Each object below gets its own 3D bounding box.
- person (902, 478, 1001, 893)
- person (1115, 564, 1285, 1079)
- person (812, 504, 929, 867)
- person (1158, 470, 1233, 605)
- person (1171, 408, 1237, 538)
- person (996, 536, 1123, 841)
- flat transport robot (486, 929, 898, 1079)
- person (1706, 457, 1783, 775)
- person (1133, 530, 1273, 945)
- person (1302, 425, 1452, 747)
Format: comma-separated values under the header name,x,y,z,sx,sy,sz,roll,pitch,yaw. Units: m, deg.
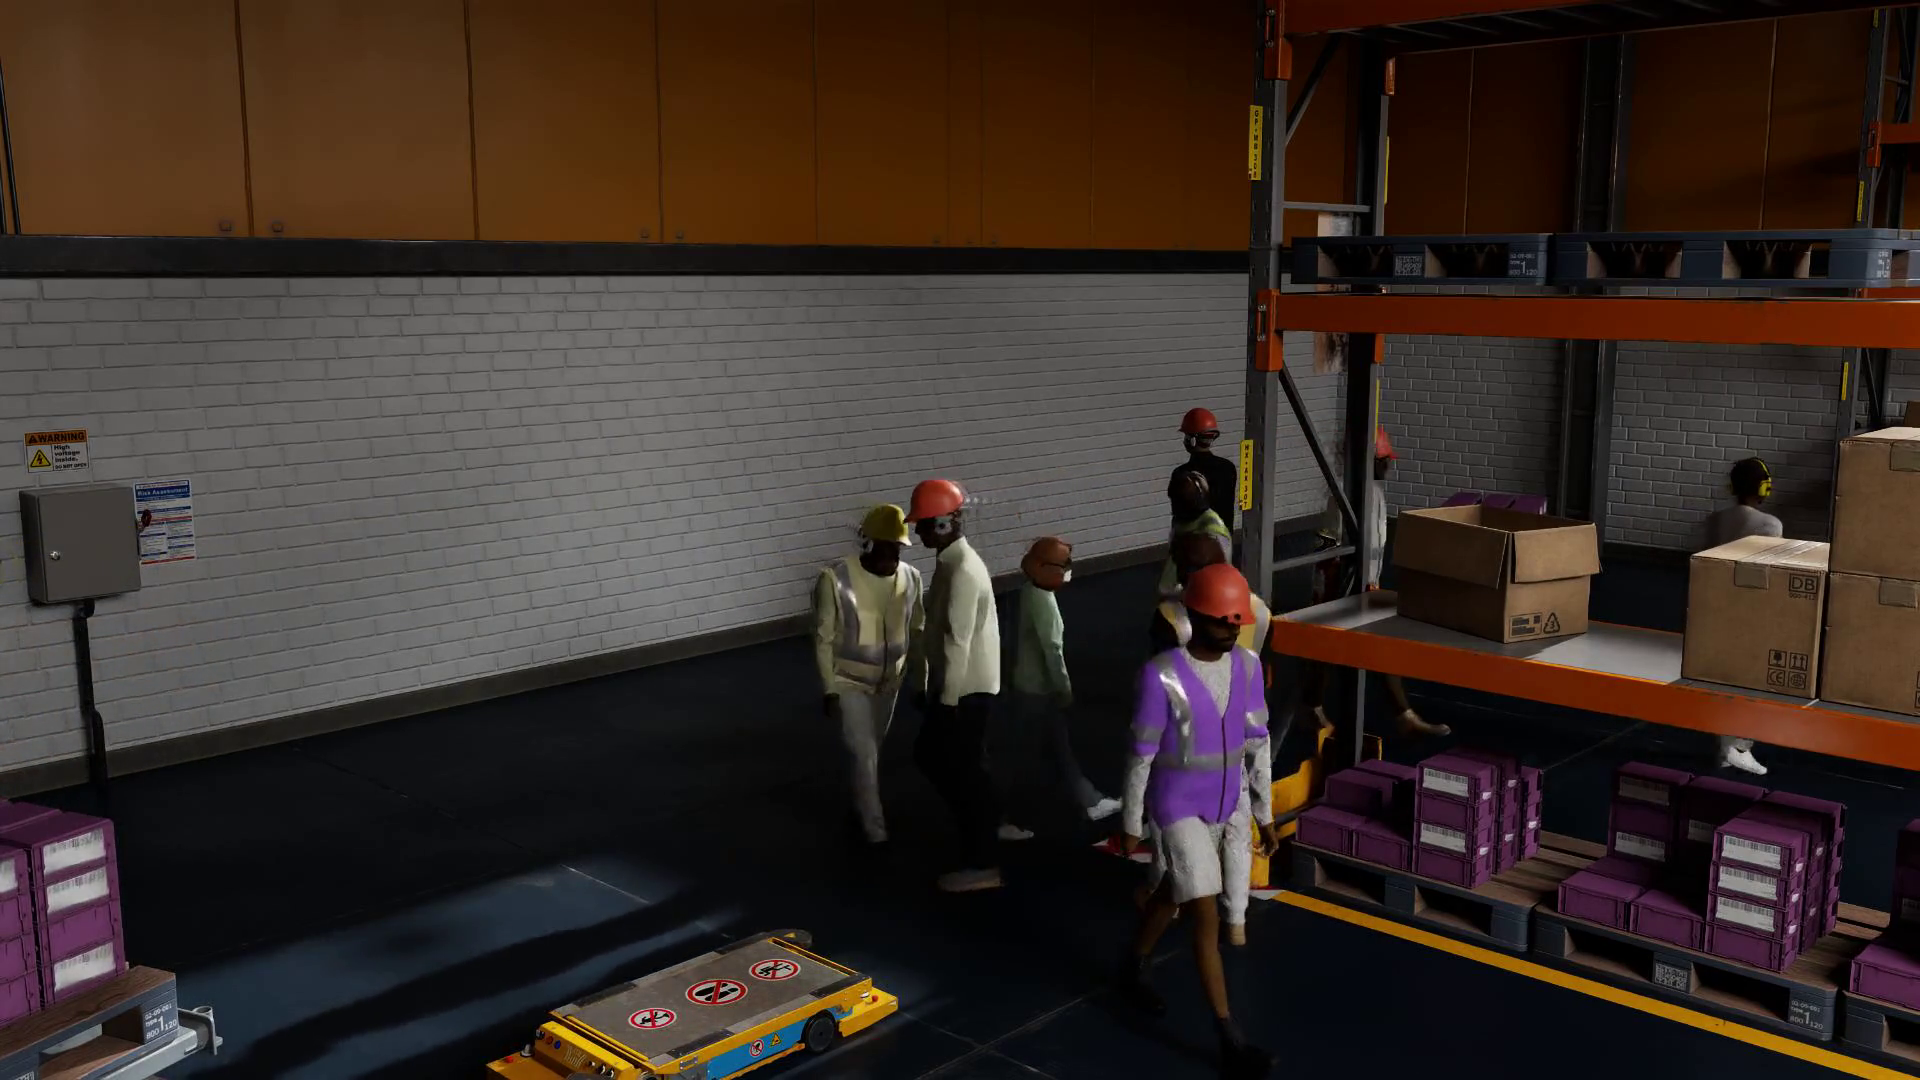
name,x,y,z,sx,sy,sz,roll,pitch,yaw
person,-0.026,0.688,7.892,0.488,1.964,0.660,-1,9,-8
person,0.900,1.006,6.280,0.529,1.877,1.040,-6,11,-34
person,-0.402,0.713,8.300,0.616,1.788,0.829,-6,11,-31
person,1.318,0.497,9.570,0.581,1.808,0.698,0,9,-3
person,1.660,0.079,11.562,0.610,1.996,0.386,-8,12,-39
person,0.520,0.767,8.586,0.826,1.587,0.530,-1,9,-5
flat transport robot,-0.969,1.810,6.227,0.652,0.197,1.431,9,13,43
person,4.605,0.447,9.731,0.397,1.857,0.593,-4,10,-25
person,1.042,0.847,7.423,0.665,1.808,0.779,-4,10,-25
person,2.538,0.303,10.154,1.004,2.000,0.639,8,12,41
